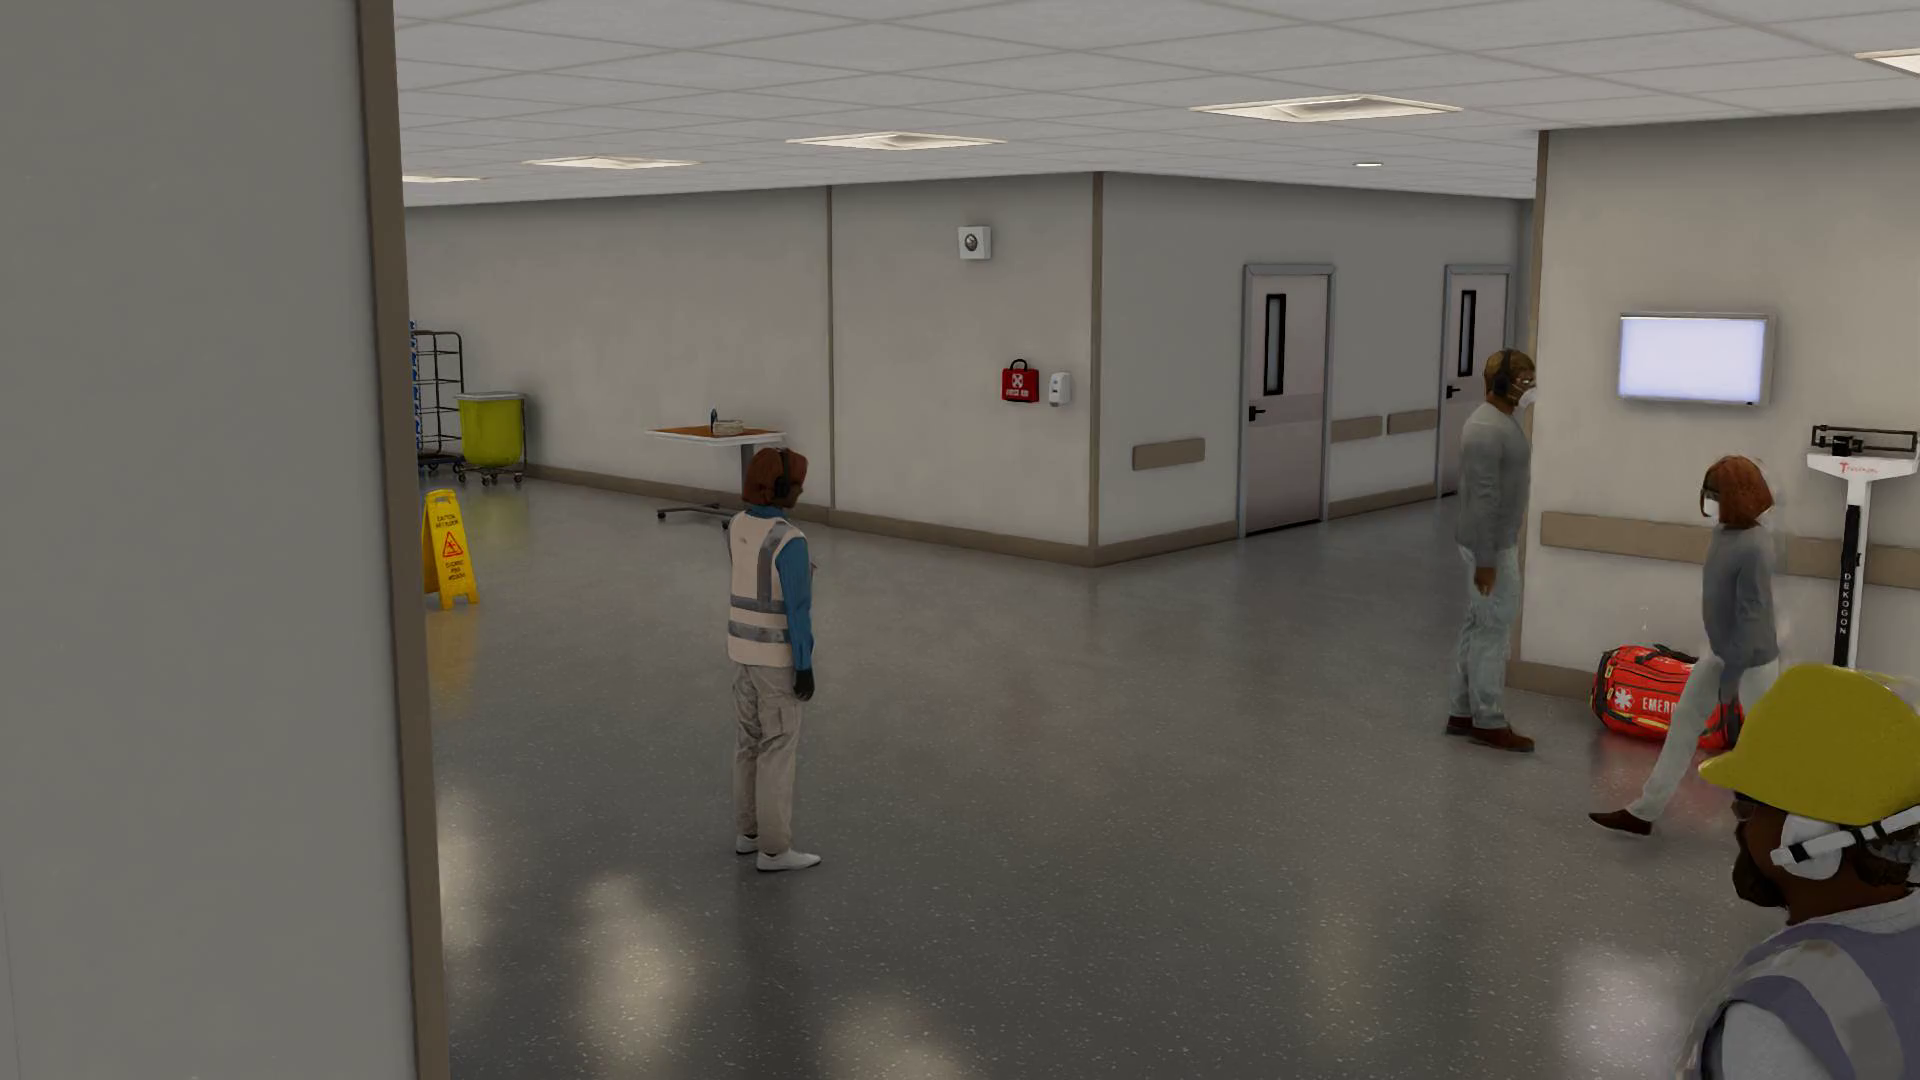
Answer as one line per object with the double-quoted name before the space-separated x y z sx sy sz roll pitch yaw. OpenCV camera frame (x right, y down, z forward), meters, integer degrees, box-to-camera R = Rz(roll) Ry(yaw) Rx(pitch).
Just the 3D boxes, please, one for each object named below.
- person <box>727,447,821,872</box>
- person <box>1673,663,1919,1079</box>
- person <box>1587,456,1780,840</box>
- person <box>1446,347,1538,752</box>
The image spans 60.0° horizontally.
"person" -0.722 0.457 6.365 0.321 1.631 0.522 -6 11 -35
"person" 1.182 1.050 2.256 0.602 1.789 0.947 -6 11 -34
"person" 2.996 0.457 6.501 0.869 1.572 0.510 1 9 4
"person" 2.587 0.040 8.002 0.398 1.937 0.652 4 10 23
